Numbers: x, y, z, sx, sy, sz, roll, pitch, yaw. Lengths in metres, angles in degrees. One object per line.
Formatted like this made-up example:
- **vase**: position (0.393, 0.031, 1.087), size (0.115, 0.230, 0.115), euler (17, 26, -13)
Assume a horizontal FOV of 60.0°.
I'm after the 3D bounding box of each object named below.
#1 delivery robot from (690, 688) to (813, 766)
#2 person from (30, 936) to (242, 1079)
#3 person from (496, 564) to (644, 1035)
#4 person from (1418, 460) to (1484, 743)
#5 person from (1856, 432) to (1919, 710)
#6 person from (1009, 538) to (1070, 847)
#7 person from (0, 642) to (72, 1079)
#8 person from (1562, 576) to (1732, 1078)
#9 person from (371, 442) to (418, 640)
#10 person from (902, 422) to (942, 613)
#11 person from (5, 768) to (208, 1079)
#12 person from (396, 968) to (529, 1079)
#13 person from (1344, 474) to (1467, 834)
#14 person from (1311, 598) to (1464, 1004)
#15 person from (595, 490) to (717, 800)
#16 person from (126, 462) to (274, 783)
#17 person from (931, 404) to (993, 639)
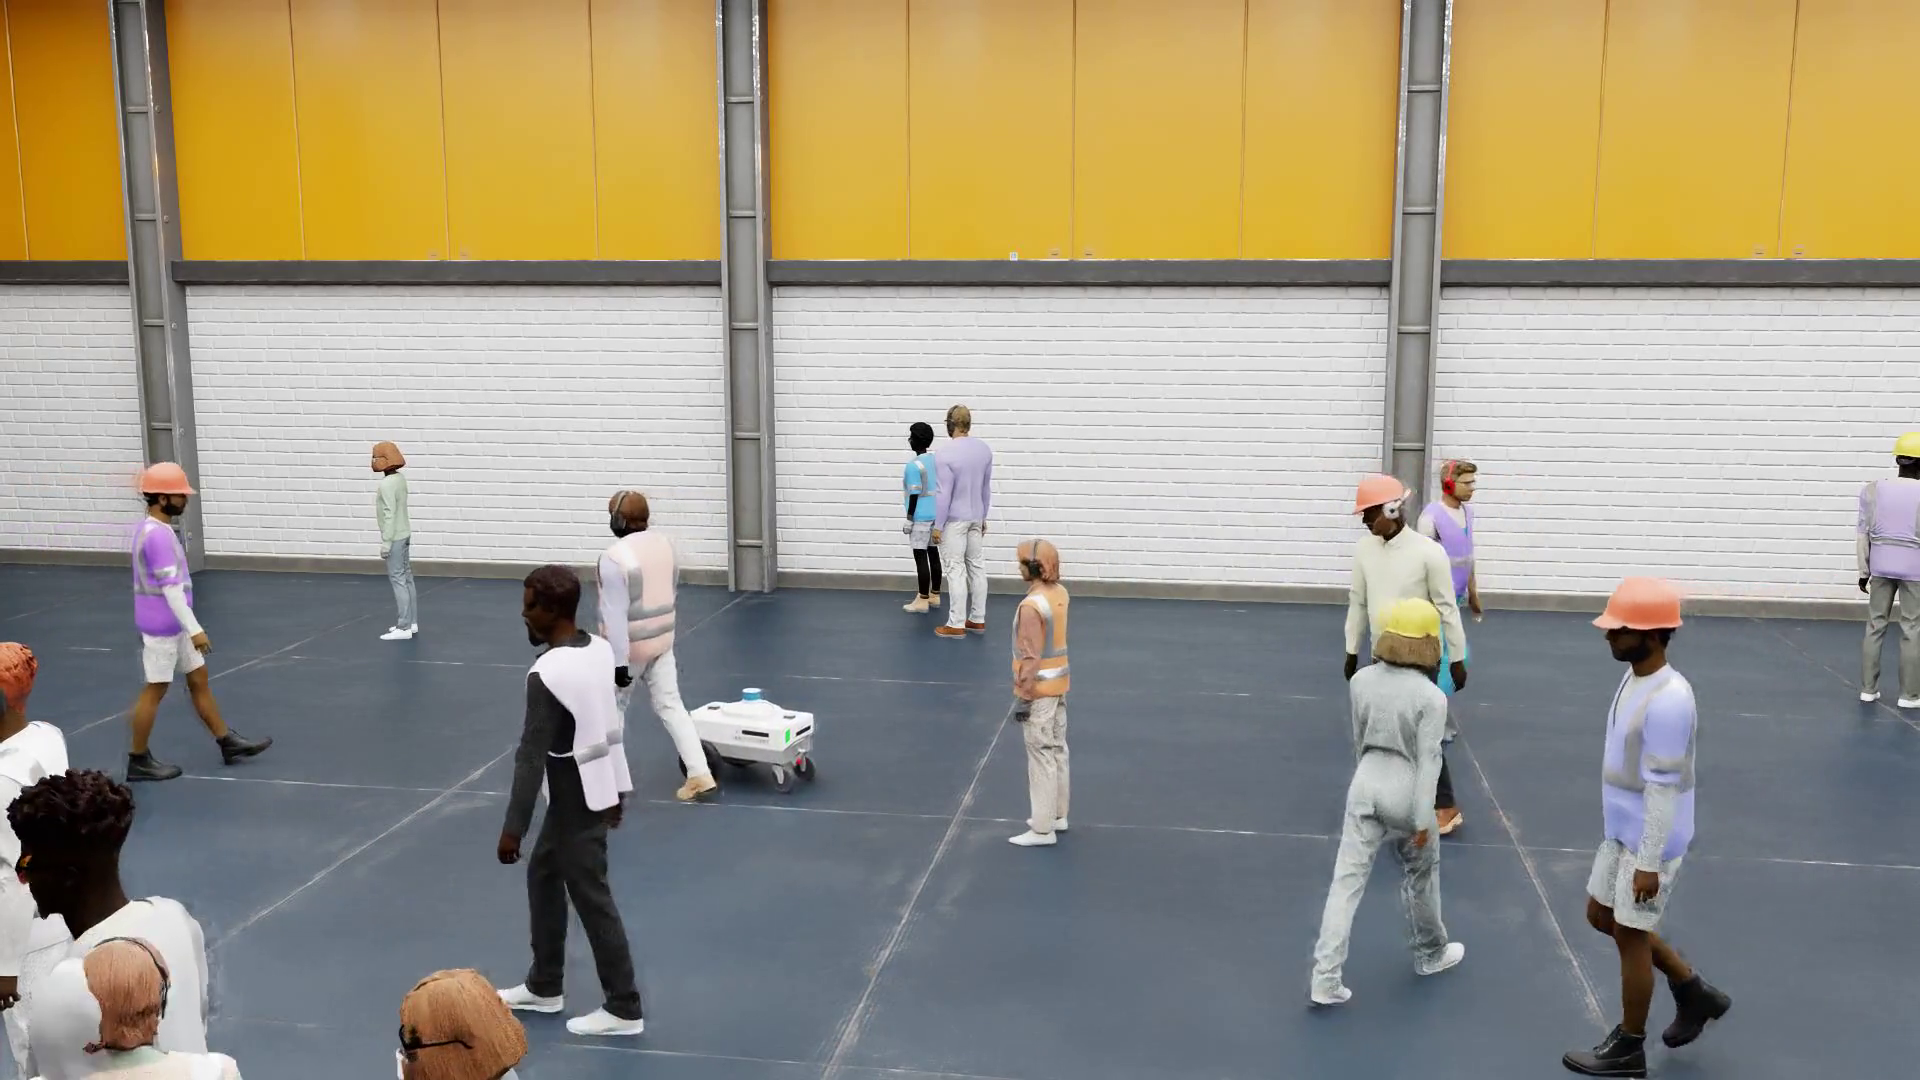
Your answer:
- **delivery robot**: position (-1.232, 1.122, 9.859), size (0.707, 0.478, 0.477), euler (4, 10, 23)
- **person**: position (-1.831, 1.648, 3.664), size (0.525, 1.602, 0.779), euler (-4, 10, -23)
- **person**: position (-1.632, 1.035, 6.576), size (0.818, 1.888, 0.614), euler (1, 9, 4)
- **person**: position (3.156, 0.391, 10.729), size (0.498, 1.828, 0.562), euler (7, 11, 36)
- **person**: position (6.529, 0.211, 11.542), size (0.363, 1.927, 0.587), euler (-8, 12, -41)
- **person**: position (0.429, 0.802, 8.790), size (0.310, 1.636, 0.522), euler (4, 10, 22)
- **person**: position (-2.988, 1.245, 5.304), size (0.356, 1.883, 0.573), euler (-3, 10, -19)
- **person**: position (2.584, 1.082, 6.183), size (0.546, 1.926, 0.545), euler (1, 9, 8)
- **person**: position (-4.672, 0.004, 13.722), size (0.268, 1.632, 0.507), euler (-1, 9, -3)
- **person**: position (-0.334, -0.202, 14.799), size (0.320, 1.698, 0.531), euler (5, 10, 27)
- **person**: position (-1.822, 1.459, 3.784), size (0.659, 1.943, 0.621), euler (-1, 9, -5)
- **person**: position (-1.069, 1.674, 3.560), size (0.872, 1.584, 0.518), euler (-1, 9, -9)
- **person**: position (2.371, 0.613, 8.997), size (0.535, 1.947, 0.645), euler (-6, 11, -33)
- **person**: position (1.801, 1.076, 6.947), size (0.939, 1.685, 0.487), euler (-9, 13, -43)
- **person**: position (-1.800, 0.605, 9.534), size (0.950, 1.800, 0.639), euler (6, 11, 31)
- **person**: position (-4.607, 0.487, 9.920), size (0.842, 1.899, 0.570), euler (-4, 10, -23)
- **person**: position (0.009, -0.152, 13.749), size (0.353, 1.937, 0.635), euler (8, 12, 42)
